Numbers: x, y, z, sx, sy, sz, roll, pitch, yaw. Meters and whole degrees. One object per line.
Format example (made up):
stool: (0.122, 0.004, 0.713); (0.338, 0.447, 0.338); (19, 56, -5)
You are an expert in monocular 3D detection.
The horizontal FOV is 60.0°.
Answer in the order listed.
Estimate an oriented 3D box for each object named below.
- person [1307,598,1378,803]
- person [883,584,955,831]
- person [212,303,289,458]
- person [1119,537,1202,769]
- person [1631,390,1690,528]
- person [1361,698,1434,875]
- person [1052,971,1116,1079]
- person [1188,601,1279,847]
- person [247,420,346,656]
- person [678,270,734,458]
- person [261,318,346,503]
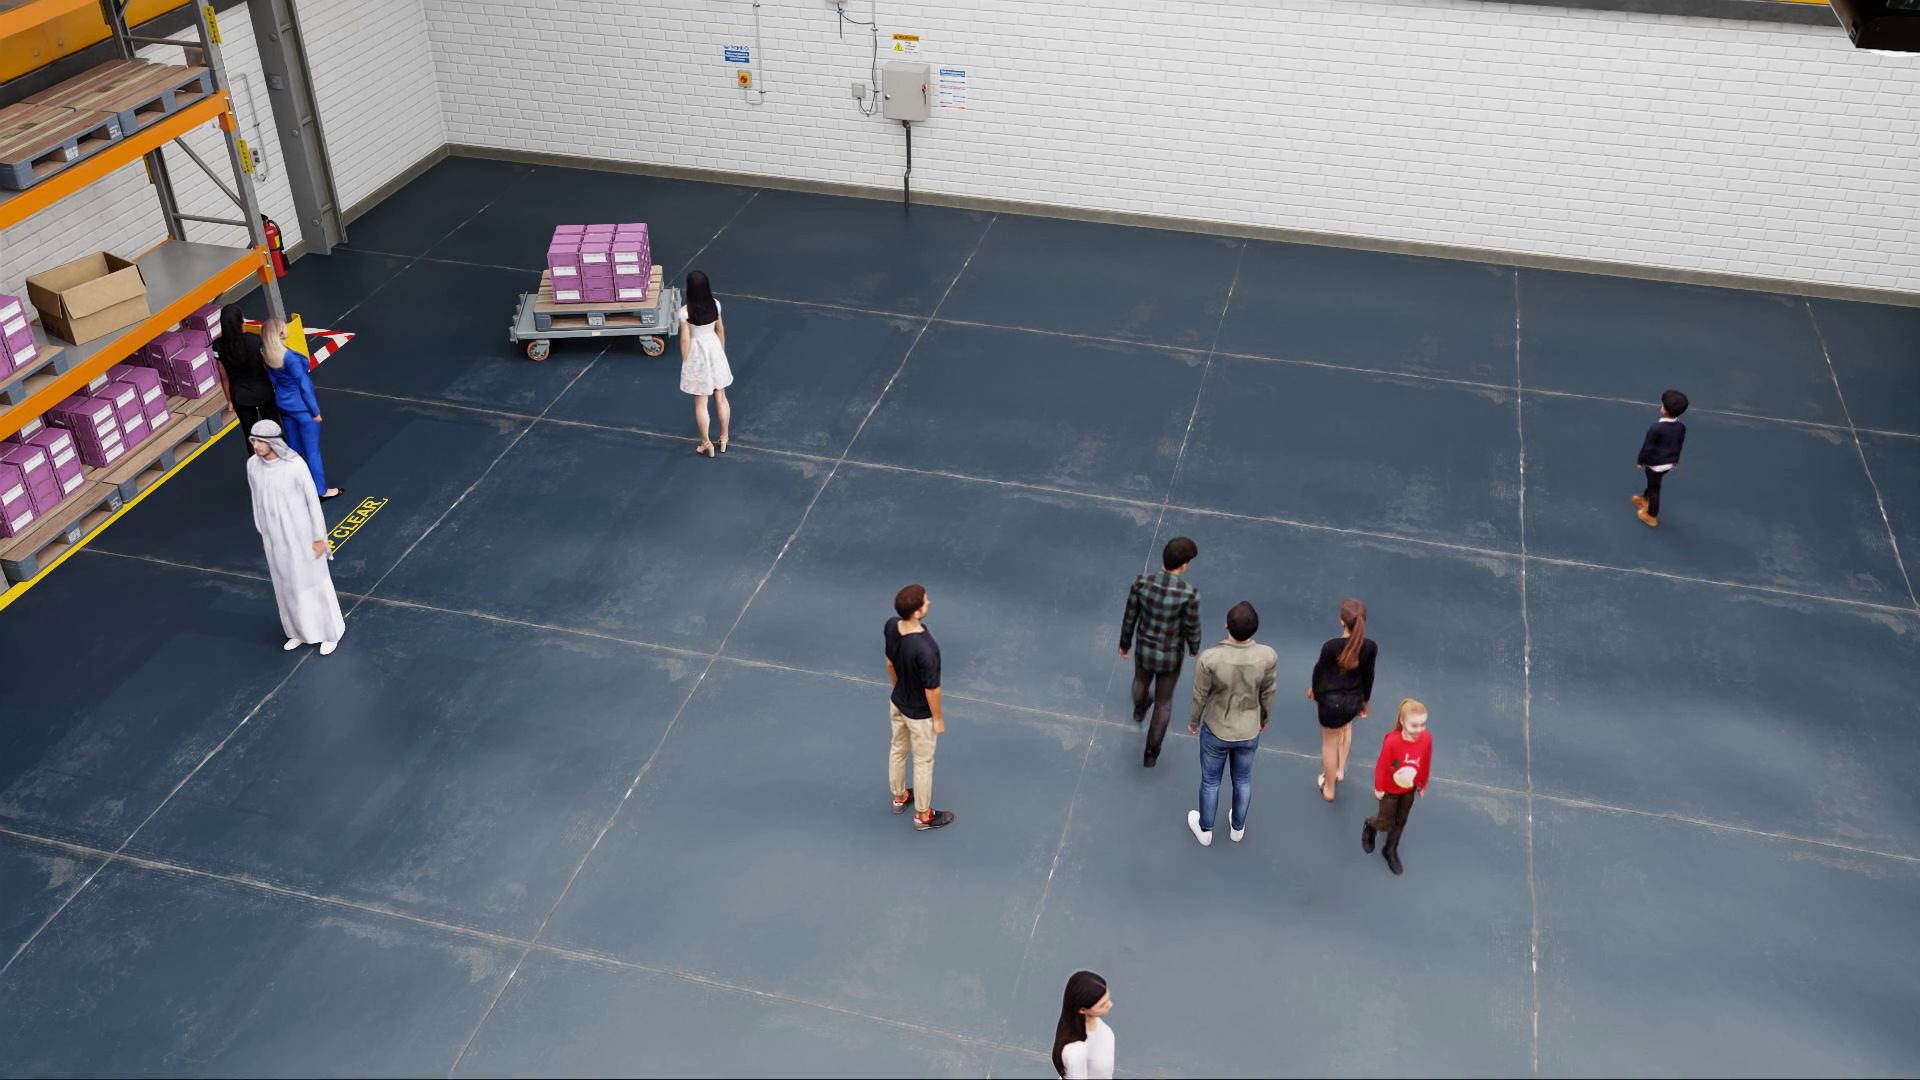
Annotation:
person: (2.513, 1.094, 10.924); (0.625, 1.540, 0.696); (-1, 34, -2)
person: (-0.297, 1.063, 10.682); (0.733, 1.859, 0.714); (-24, 40, -31)
person: (-6.054, -1.229, 14.247); (0.699, 1.729, 0.711); (-9, 35, -13)
person: (1.338, 0.784, 11.130); (0.804, 1.679, 0.982); (14, 36, 20)
person: (5.881, -0.661, 13.860); (0.665, 1.211, 0.740); (-10, 35, -15)
person: (2.753, 1.515, 10.527); (0.628, 1.278, 0.701); (-7, 34, -10)
person: (0.582, 2.766, 8.166); (0.685, 1.808, 0.488); (6, 34, 8)
person: (1.711, 1.178, 10.502); (0.780, 1.865, 0.736); (-4, 34, -6)
person: (-4.928, -0.038, 12.277); (0.686, 1.927, 0.632); (7, 34, 10)
person: (-2.253, -1.562, 14.707); (0.770, 1.775, 0.835); (-19, 38, -27)
person: (-5.627, -1.106, 14.088); (0.682, 1.701, 0.651); (20, 38, 27)
